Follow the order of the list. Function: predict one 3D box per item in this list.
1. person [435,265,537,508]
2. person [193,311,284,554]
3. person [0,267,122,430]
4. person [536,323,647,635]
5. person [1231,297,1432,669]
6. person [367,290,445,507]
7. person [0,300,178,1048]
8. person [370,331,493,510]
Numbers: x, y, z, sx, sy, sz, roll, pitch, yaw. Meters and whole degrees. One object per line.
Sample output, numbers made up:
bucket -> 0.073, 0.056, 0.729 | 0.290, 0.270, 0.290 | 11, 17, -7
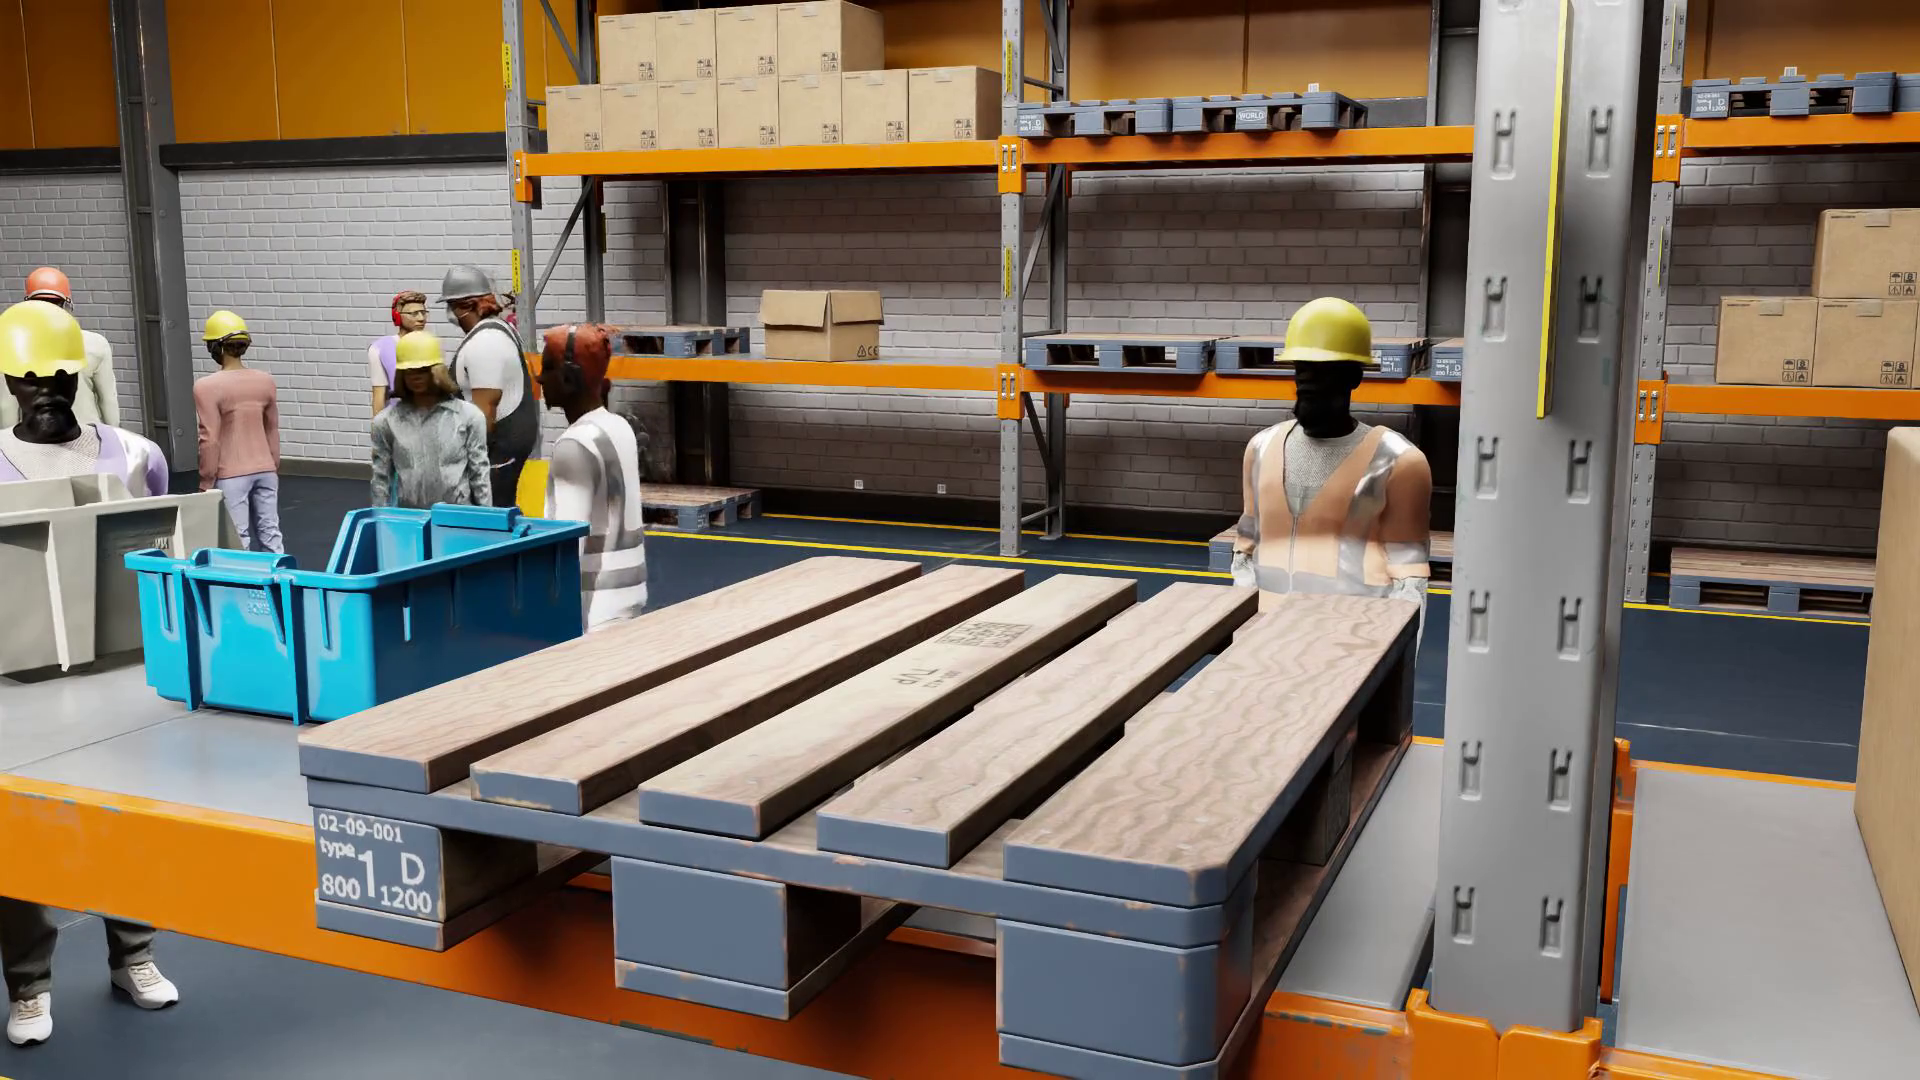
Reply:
person -> -2.706, -0.581, 9.552 | 0.547, 2.000, 0.723 | -1, 10, -7
person -> -3.880, -0.341, 8.936 | 0.330, 1.767, 0.528 | 4, 10, 24
person -> -5.080, -0.534, 9.409 | 0.621, 1.994, 0.381 | -6, 11, -33
person -> -1.203, 0.213, 5.434 | 0.970, 1.835, 0.591 | 0, 9, -1
person -> 0.966, 0.319, 4.494 | 0.358, 1.930, 0.590 | -9, 13, -43
person -> -3.470, -0.646, 10.521 | 0.388, 1.847, 0.563 | 6, 11, 30
person -> -2.338, 0.342, 4.365 | 0.594, 1.924, 0.382 | -9, 13, -42
person -> -2.306, -0.045, 7.279 | 0.504, 1.726, 0.408 | -1, 10, -7
